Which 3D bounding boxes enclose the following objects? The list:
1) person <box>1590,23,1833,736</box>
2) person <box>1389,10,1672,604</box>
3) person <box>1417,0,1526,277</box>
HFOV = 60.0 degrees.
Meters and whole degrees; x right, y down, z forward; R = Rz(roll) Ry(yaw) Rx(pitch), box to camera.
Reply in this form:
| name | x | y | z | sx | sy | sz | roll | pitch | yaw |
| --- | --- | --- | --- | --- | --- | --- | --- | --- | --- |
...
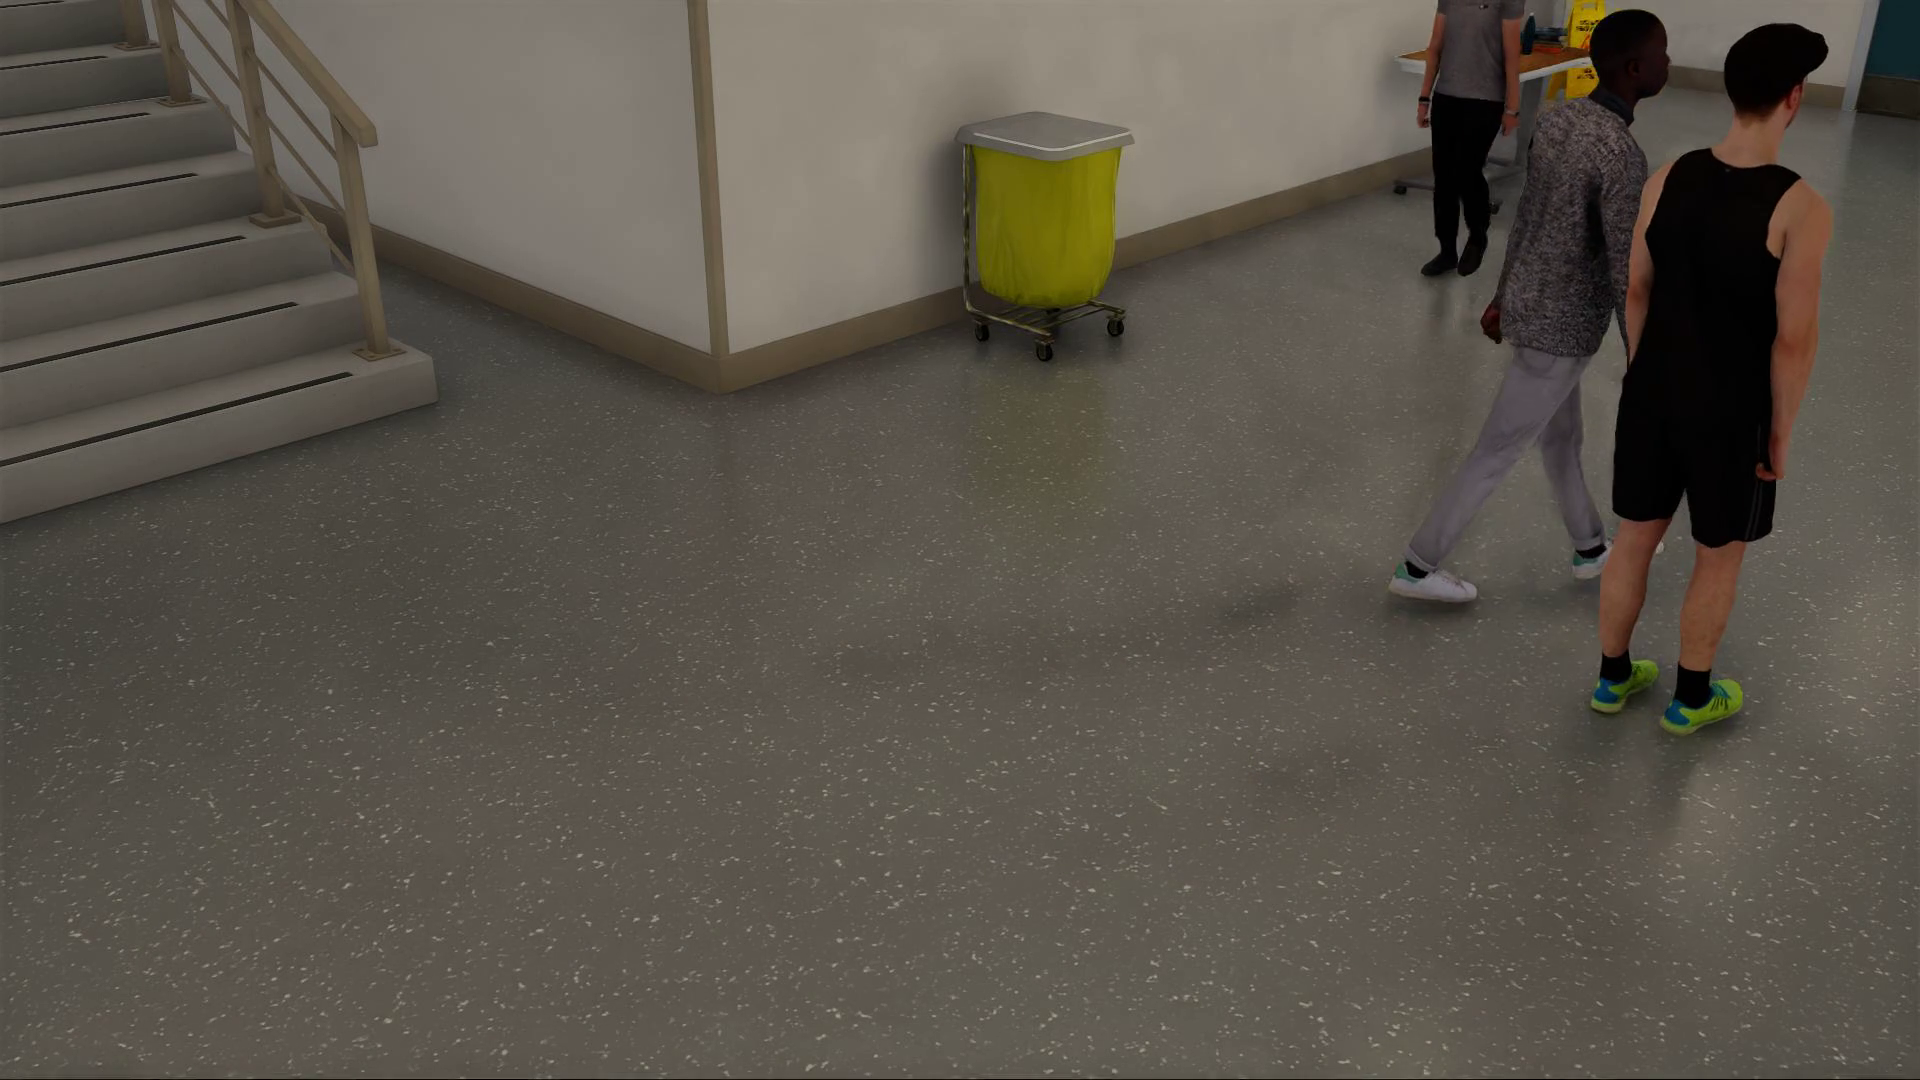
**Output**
| name | x | y | z | sx | sy | sz | roll | pitch | yaw |
| --- | --- | --- | --- | --- | --- | --- | --- | --- | --- |
| person | 1.873 | -0.356 | 4.306 | 0.794 | 1.886 | 0.618 | -19 | 32 | -34 |
| person | 1.655 | -0.606 | 4.936 | 1.200 | 1.787 | 1.194 | -2 | 26 | -5 |
| person | 2.574 | -2.184 | 8.261 | 0.709 | 1.742 | 0.571 | -22 | 33 | -38 |
